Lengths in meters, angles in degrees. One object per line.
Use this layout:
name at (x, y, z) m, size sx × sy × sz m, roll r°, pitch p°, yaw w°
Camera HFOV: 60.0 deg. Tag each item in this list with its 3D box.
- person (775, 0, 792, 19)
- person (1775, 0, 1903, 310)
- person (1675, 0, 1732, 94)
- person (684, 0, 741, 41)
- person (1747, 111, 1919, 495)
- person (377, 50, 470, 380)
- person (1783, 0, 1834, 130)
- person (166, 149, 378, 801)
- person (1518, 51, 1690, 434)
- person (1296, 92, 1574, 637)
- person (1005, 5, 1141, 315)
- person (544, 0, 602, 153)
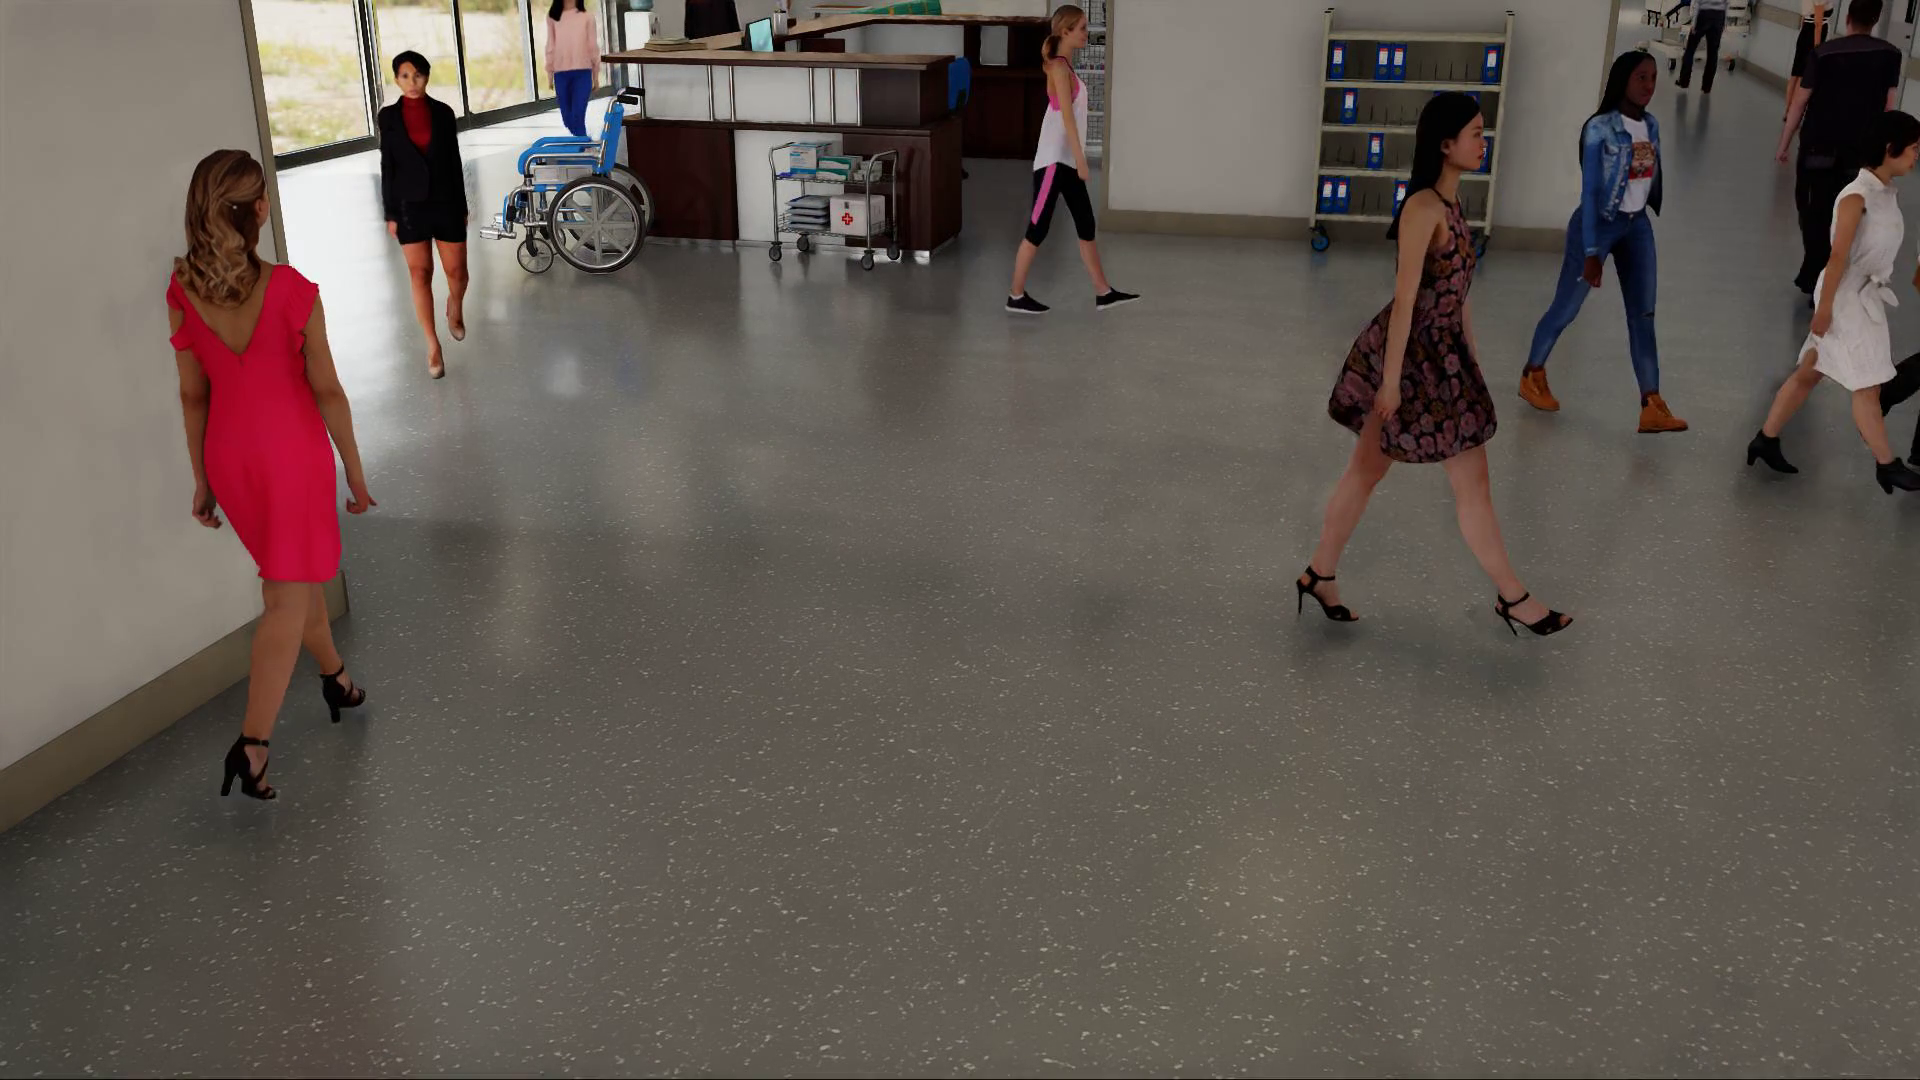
person at (-2.664, -7.829, 25.305) m, size 0.603 × 1.272 × 0.570 m, roll -6°, pitch 22°, yaw -15°
person at (5.210, -2.271, 9.872) m, size 1.150 × 1.809 × 0.872 m, roll 3°, pitch 21°, yaw 7°
person at (9.873, -6.794, 21.843) m, size 0.949 × 1.789 × 0.821 m, roll 3°, pitch 21°, yaw 7°
person at (-2.352, -4.564, 15.901) m, size 0.682 × 1.826 × 0.837 m, roll -3°, pitch 21°, yaw -7°
person at (3.538, -0.954, 6.813) m, size 1.050 × 1.513 × 0.829 m, roll 17°, pitch 27°, yaw 38°
person at (-2.726, -1.658, 8.502) m, size 0.787 × 1.632 × 0.819 m, roll -7°, pitch 22°, yaw -17°
person at (9.342, -5.443, 18.323) m, size 0.538 × 1.755 × 0.643 m, roll 3°, pitch 21°, yaw 9°
person at (-1.852, -0.124, 4.379) m, size 0.999 × 1.685 × 0.744 m, roll 3°, pitch 21°, yaw 7°
person at (2.877, -1.332, 7.598) m, size 1.183 × 1.664 × 1.178 m, roll -9°, pitch 23°, yaw -22°
person at (1.366, -0.502, 5.313) m, size 1.143 × 1.730 × 0.733 m, roll 9°, pitch 22°, yaw 22°
person at (0.470, -2.145, 9.620) m, size 1.030 × 1.751 × 0.648 m, roll 4°, pitch 21°, yaw 11°
person at (-3.405, -4.074, 14.727) m, size 1.096 × 1.742 × 0.825 m, roll 2°, pitch 21°, yaw 5°
